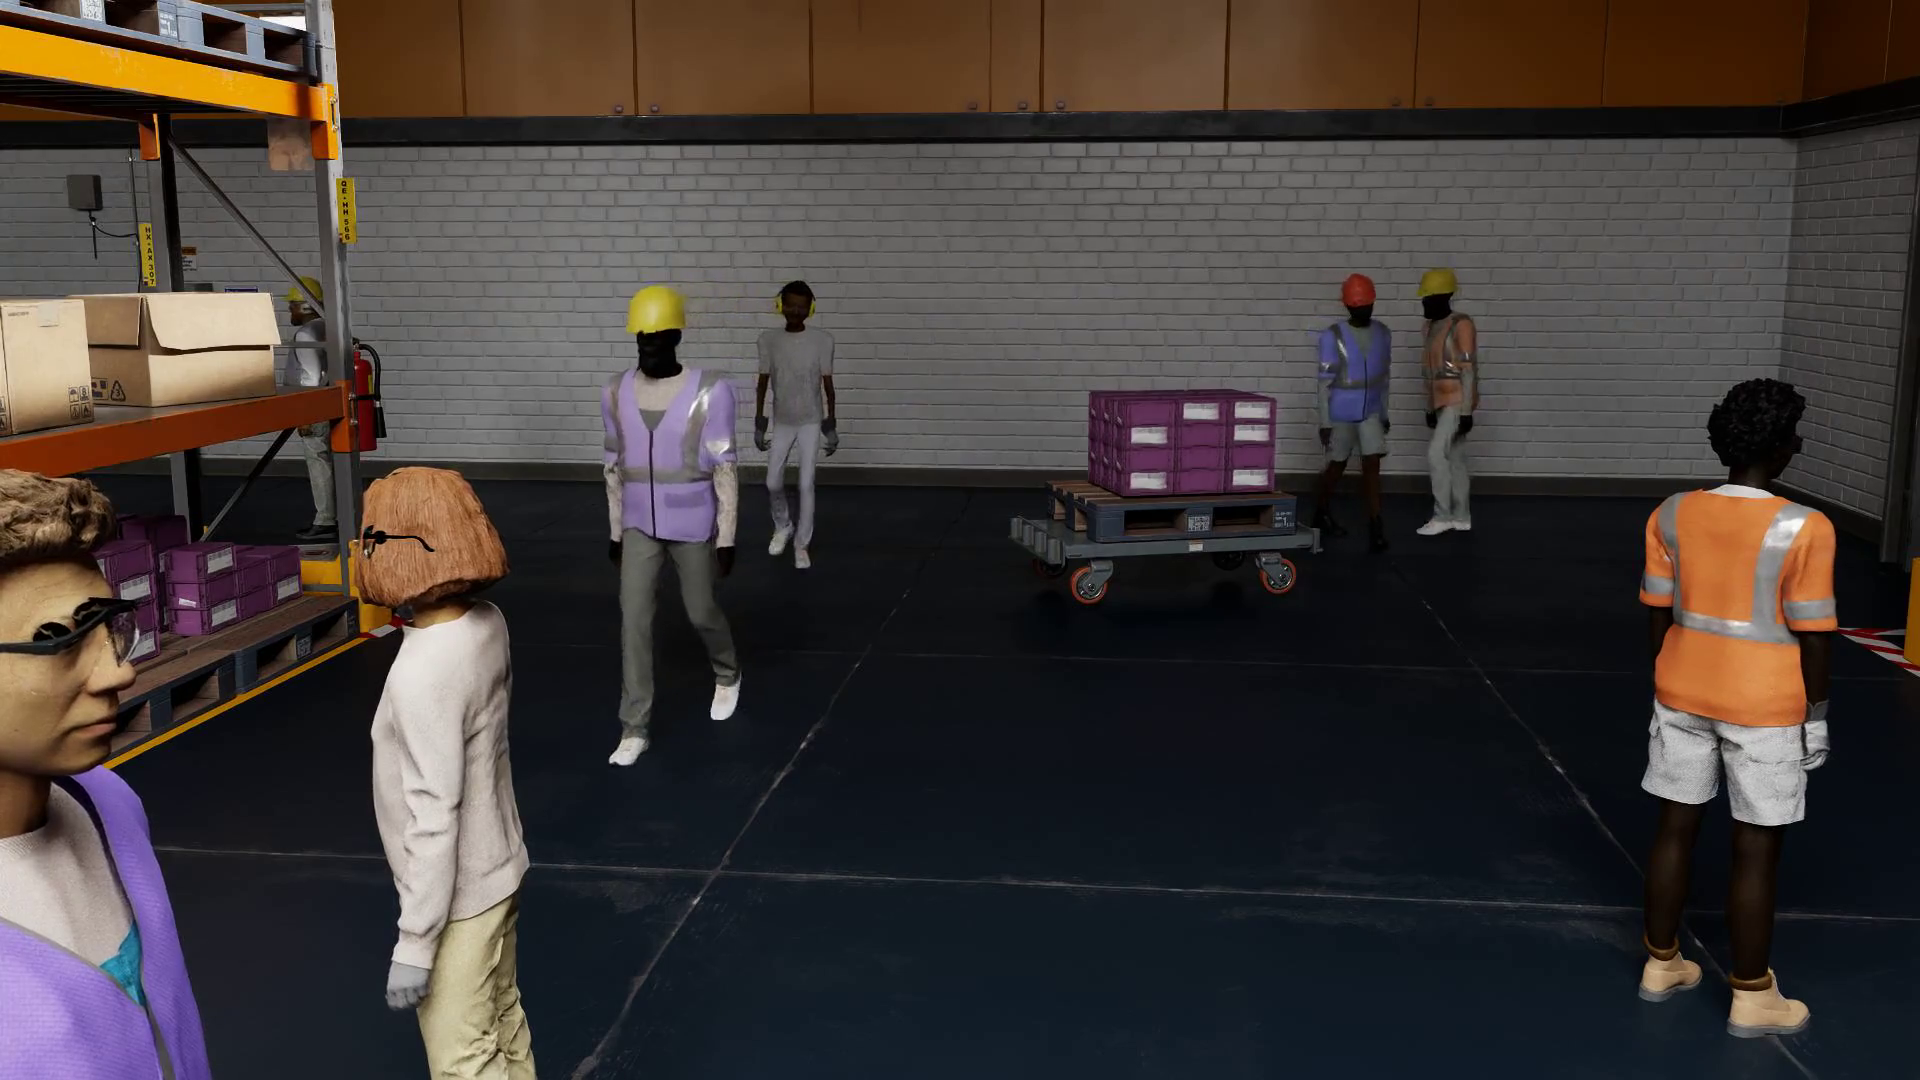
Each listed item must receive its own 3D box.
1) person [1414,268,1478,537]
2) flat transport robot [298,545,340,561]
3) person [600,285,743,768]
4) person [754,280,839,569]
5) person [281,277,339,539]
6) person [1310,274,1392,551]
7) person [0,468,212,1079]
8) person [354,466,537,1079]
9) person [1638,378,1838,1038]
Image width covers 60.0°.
[{"bbox_3d":[3.426,-0.964,11.773,0.599,1.891,0.614,-2,10,-10],"label":"person"},{"bbox_3d":[-3.780,0.167,9.918,1.431,0.197,0.652,-3,10,-17],"label":"flat transport robot"},{"bbox_3d":[-1.161,-0.097,6.815,0.598,1.891,0.939,2,10,14],"label":"person"},{"bbox_3d":[-1.040,-0.745,10.671,0.549,1.841,0.605,1,10,4],"label":"person"},{"bbox_3d":[-4.540,-0.925,11.708,0.404,1.829,0.602,0,10,-2],"label":"person"},{"bbox_3d":[2.705,-0.881,11.380,0.614,1.871,0.994,-2,10,-13],"label":"person"},{"bbox_3d":[-0.853,0.847,1.519,0.390,1.846,0.565,-1,10,-8],"label":"person"},{"bbox_3d":[-0.956,0.674,3.113,0.279,1.634,0.499,0,10,-3],"label":"person"},{"bbox_3d":[2.014,0.431,4.328,0.321,1.697,0.529,-6,12,-31],"label":"person"}]
